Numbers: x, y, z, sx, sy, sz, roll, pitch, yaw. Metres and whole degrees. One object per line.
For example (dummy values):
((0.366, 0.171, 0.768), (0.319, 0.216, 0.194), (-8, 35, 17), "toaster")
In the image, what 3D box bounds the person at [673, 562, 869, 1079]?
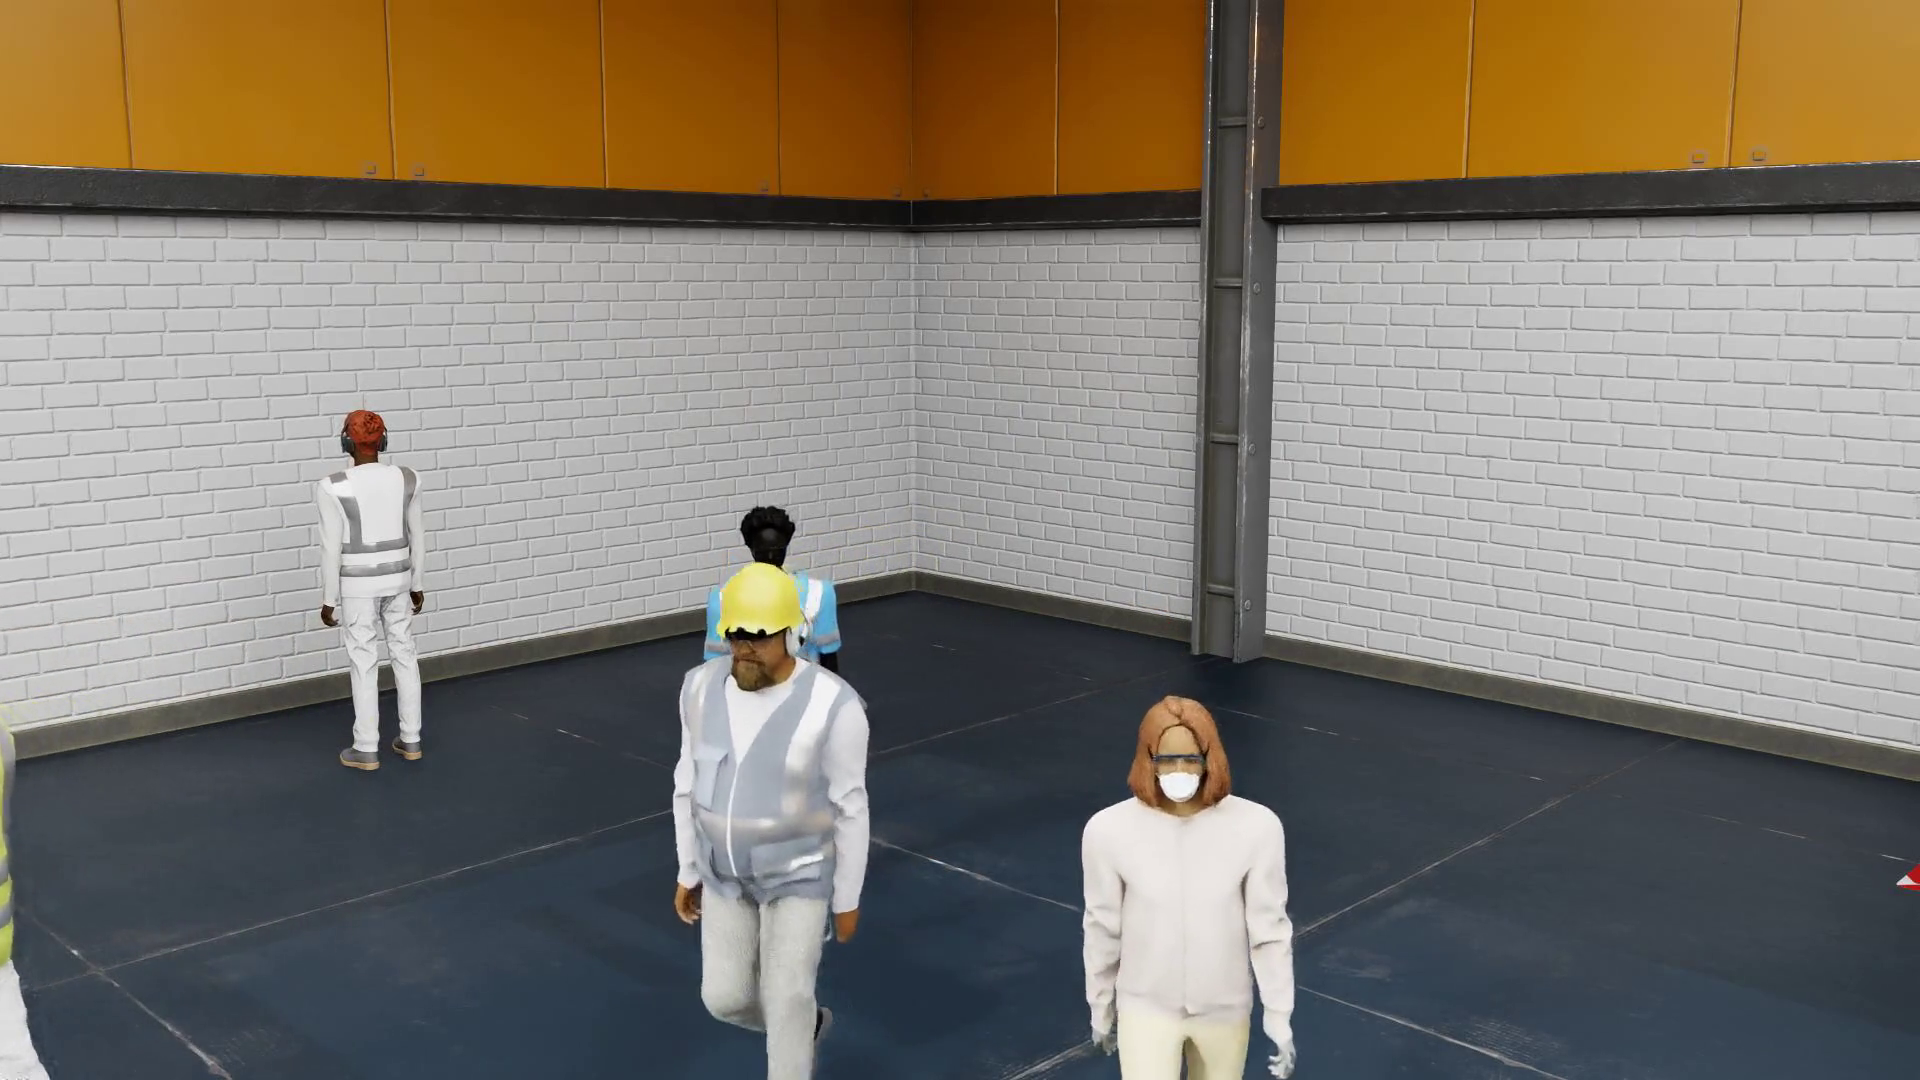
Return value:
((-0.514, 0.930, 4.811), (0.591, 1.809, 0.607), (4, 10, 24), "person")

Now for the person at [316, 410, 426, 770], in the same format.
((-3.070, 0.259, 8.712), (0.355, 1.883, 0.575), (9, 13, 43), "person")

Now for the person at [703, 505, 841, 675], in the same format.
((-0.741, 0.693, 6.628), (0.556, 1.684, 0.368), (-1, 9, -7), "person")

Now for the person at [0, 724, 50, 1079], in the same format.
((-2.595, 1.053, 4.135), (0.980, 1.790, 0.648), (1, 9, 8), "person")

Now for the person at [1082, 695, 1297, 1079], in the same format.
((0.552, 1.145, 4.141), (0.504, 1.602, 0.813), (0, 9, 1), "person")
